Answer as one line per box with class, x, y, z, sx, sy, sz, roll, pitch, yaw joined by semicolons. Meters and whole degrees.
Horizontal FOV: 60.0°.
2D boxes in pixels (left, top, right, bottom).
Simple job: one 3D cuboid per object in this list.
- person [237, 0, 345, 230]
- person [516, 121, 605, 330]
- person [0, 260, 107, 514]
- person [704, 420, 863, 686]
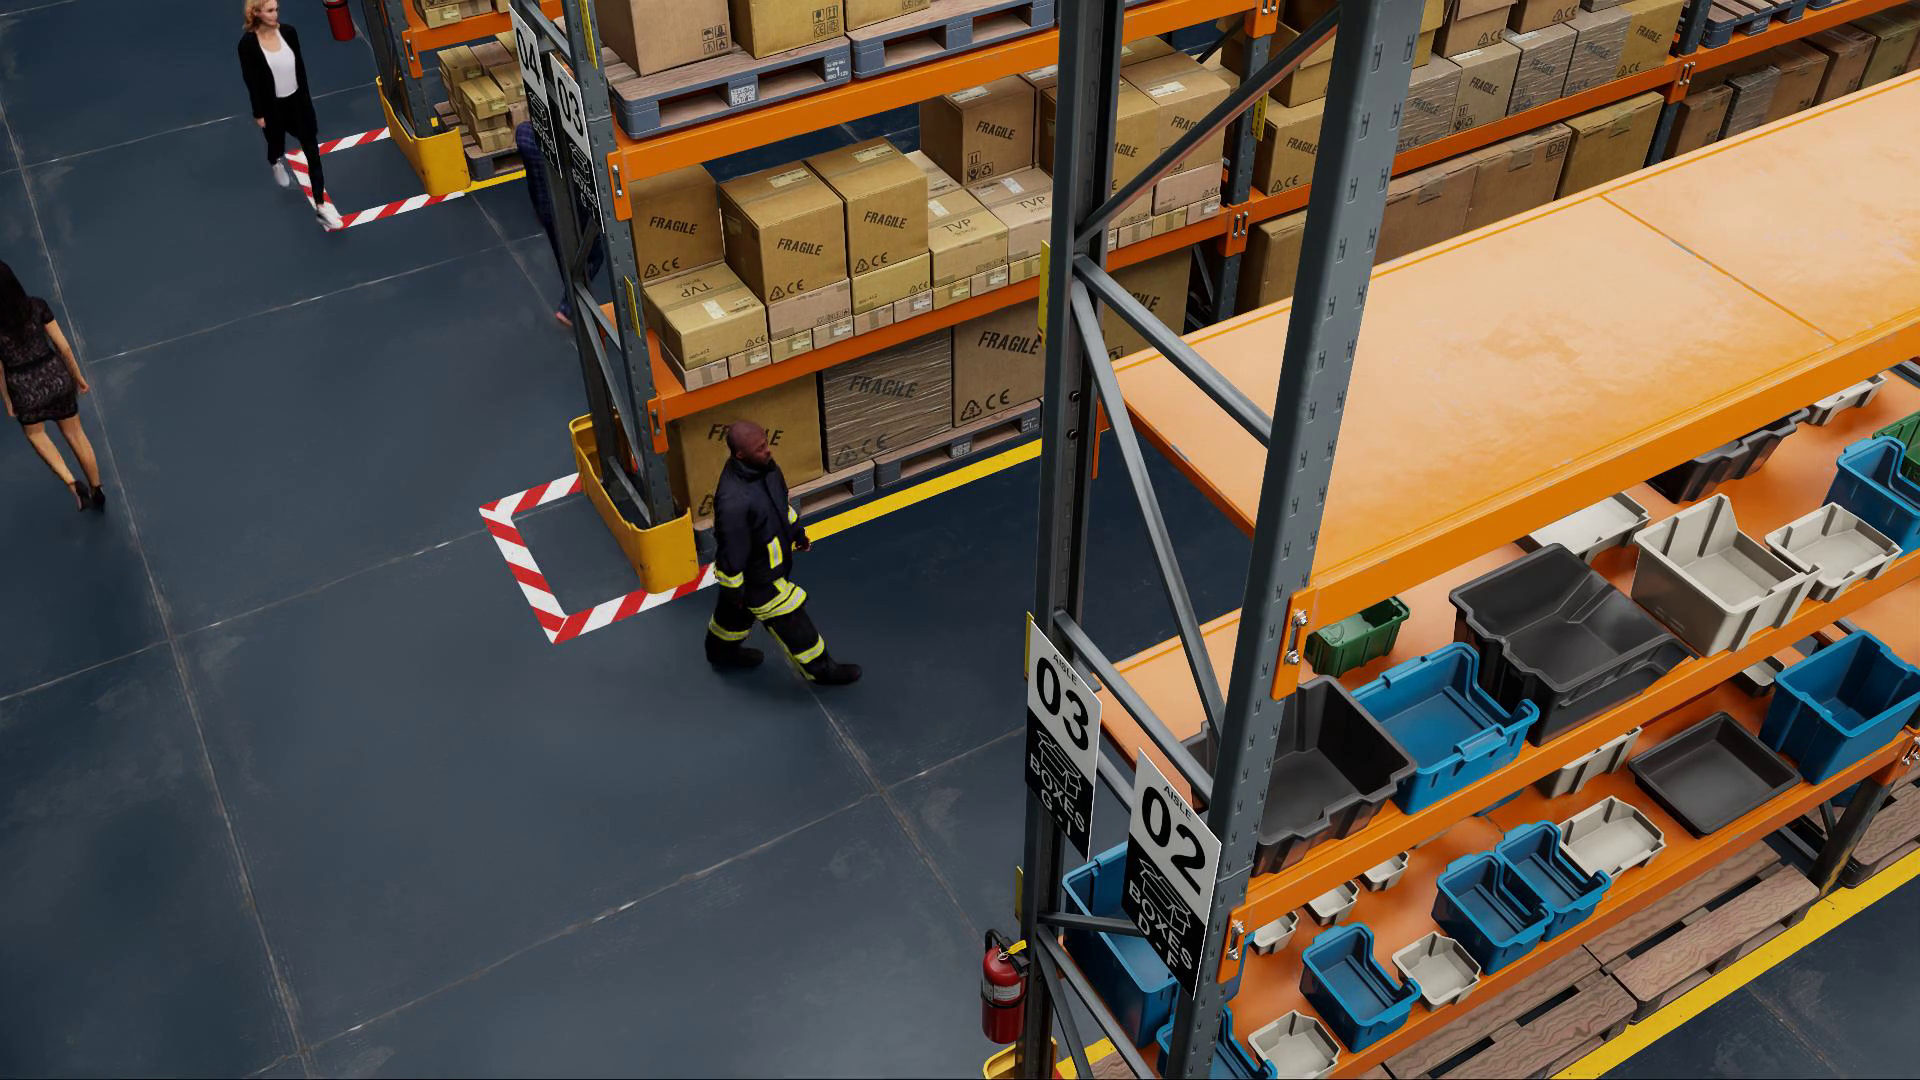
person;-5.005;-3.188;12.234;1.182;1.762;0.874;-29;50;-27
person;-2.684;-2.156;11.095;0.901;1.809;0.972;15;45;16
person;-5.311;-0.811;9.680;0.687;1.775;0.745;-31;51;-29
person;-1.160;0.078;8.724;1.285;1.778;1.167;5;43;5
